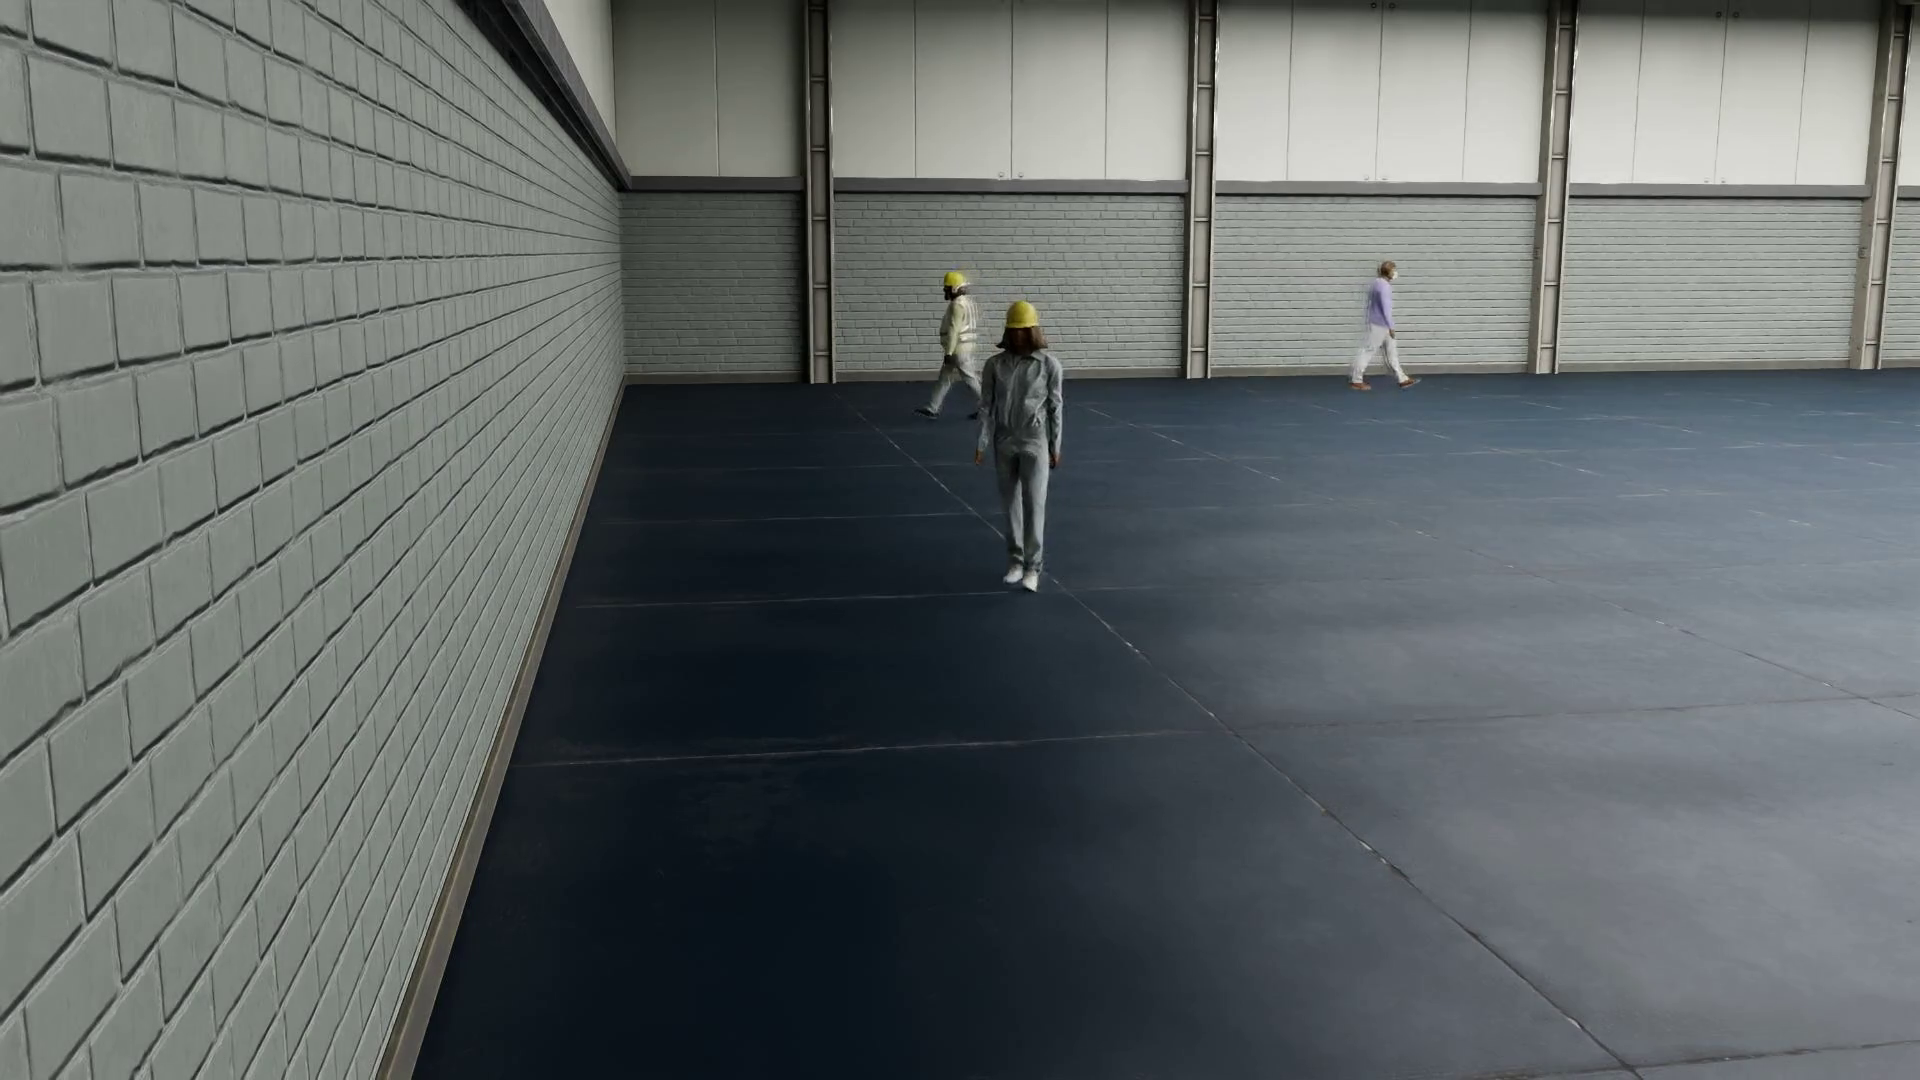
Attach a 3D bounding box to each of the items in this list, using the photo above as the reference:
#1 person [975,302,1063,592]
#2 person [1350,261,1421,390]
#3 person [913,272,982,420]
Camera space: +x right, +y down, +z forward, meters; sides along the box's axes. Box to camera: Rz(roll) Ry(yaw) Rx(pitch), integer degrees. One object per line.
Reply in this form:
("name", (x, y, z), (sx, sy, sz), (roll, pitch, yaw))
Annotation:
("person", (0.345, -0.554, 9.971), (0.496, 1.729, 0.596), (3, 10, 17))
("person", (6.194, -3.110, 24.214), (1.032, 1.878, 0.651), (2, 10, 13))
("person", (-0.067, -2.304, 19.866), (0.955, 1.784, 0.613), (0, 10, 0))
